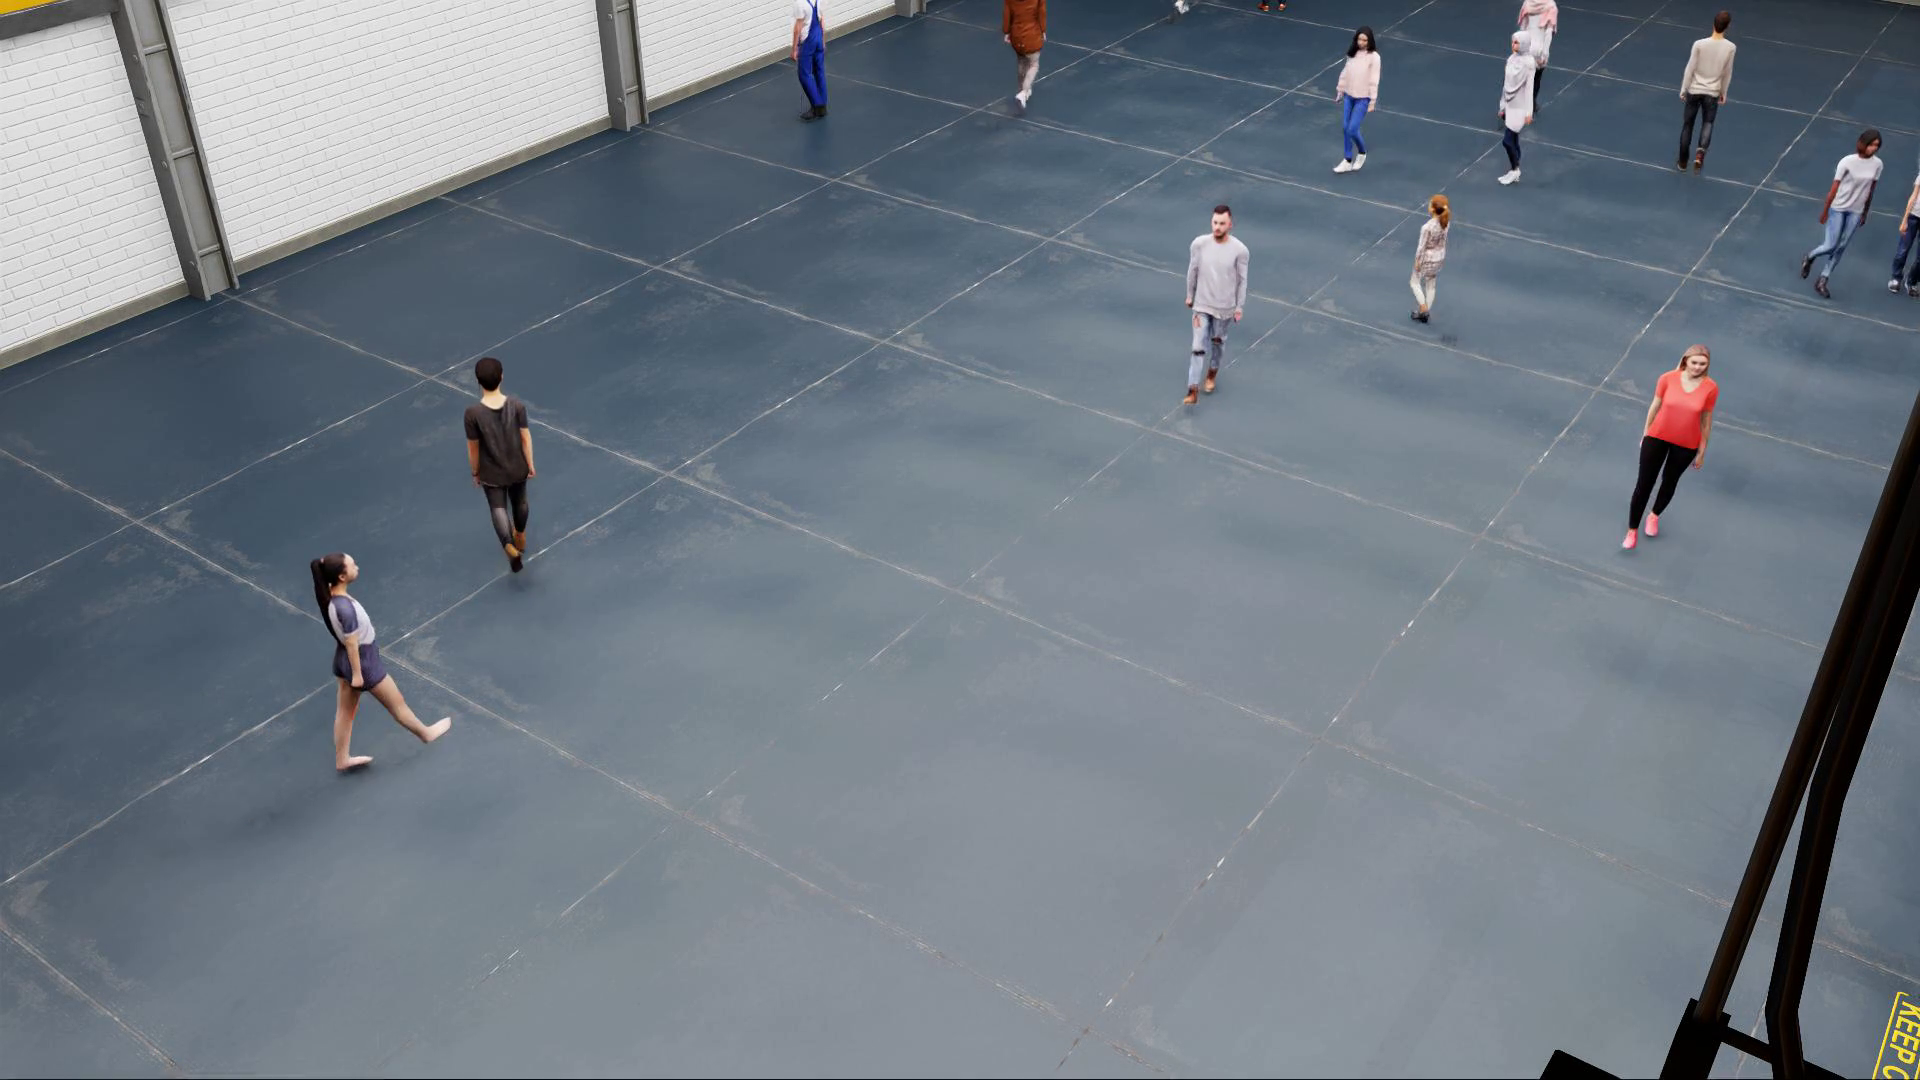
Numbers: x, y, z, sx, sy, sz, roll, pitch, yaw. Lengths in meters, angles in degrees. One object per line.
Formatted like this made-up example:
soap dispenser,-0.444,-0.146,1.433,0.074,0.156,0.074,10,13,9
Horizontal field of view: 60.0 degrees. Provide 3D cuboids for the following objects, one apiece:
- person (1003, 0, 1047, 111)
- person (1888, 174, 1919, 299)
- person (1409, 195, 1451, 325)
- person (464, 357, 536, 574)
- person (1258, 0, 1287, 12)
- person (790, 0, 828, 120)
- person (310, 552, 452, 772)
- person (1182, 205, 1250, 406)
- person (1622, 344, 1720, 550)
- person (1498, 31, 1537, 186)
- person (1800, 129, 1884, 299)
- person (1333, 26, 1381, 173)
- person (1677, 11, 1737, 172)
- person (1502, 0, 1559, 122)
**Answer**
person,0.827,-6.387,21.146,0.862,1.814,1.167,12,35,17
person,9.615,-3.239,16.654,0.617,1.544,0.679,13,36,18
person,4.581,-2.680,16.032,0.615,1.301,0.695,-14,36,-20
person,-3.417,-0.546,12.462,1.012,1.700,0.992,-13,36,-18
person,4.759,-8.853,24.847,0.791,1.824,0.825,-2,34,-3
person,-1.878,-6.208,20.867,0.514,1.825,0.758,-26,42,-34
person,-3.889,0.815,10.493,1.068,1.612,0.804,-22,40,-30
person,2.278,-2.125,14.740,0.901,1.807,1.151,11,35,16
person,5.496,-0.774,12.827,0.743,1.675,0.957,14,36,20
person,6.430,-4.912,18.982,0.809,1.752,0.763,-10,35,-14
person,8.792,-3.293,16.585,0.796,1.710,0.867,0,34,0
person,4.672,-5.112,19.286,0.786,1.749,0.781,-20,38,-27
person,8.600,-5.142,19.235,0.786,1.857,0.877,9,35,13
person,7.078,-6.067,20.703,0.697,1.772,1.168,25,41,32
